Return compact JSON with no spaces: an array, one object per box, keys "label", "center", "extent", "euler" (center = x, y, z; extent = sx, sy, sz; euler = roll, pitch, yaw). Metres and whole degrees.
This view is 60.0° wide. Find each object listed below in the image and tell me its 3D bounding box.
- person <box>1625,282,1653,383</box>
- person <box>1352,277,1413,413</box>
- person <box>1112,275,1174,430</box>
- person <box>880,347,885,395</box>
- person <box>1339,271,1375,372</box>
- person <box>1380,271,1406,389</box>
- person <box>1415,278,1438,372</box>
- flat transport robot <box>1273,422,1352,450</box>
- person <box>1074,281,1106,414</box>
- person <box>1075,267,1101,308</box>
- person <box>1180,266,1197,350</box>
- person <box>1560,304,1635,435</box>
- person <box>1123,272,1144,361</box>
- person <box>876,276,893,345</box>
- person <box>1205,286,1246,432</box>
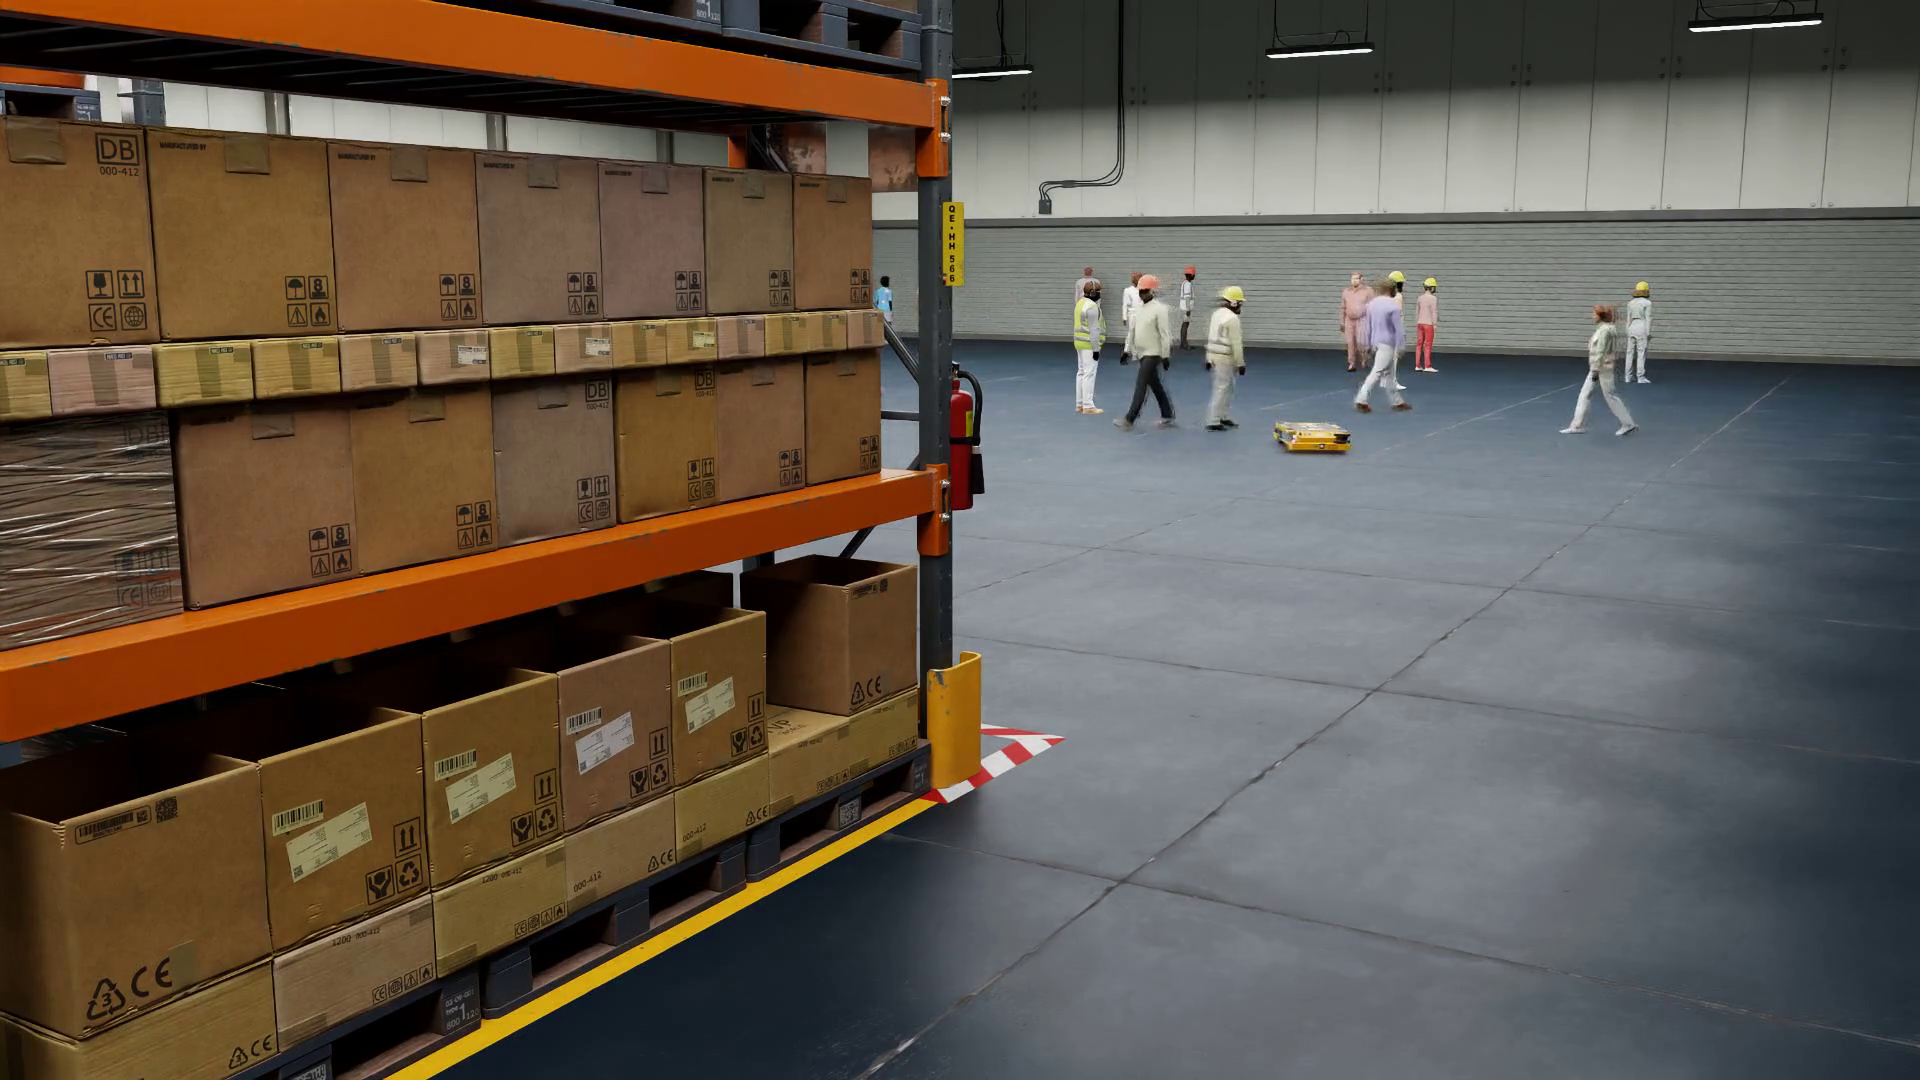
[{"label":"person","center":[11.714,-3.574,28.661],"extent":[0.320,1.742,0.488],"euler":[-5,11,-26]},{"label":"person","center":[5.904,-2.707,23.154],"extent":[1.035,1.890,0.651],"euler":[-4,10,-21]},{"label":"person","center":[2.350,-2.357,20.958],"extent":[1.041,1.943,0.614],"euler":[-5,11,-26]},{"label":"person","center":[-1.394,-2.944,25.158],"extent":[0.553,1.654,0.819],"euler":[2,10,14]},{"label":"person","center":[7.453,-4.110,31.325],"extent":[0.681,1.892,0.424],"euler":[7,12,35]},{"label":"person","center":[7.106,-3.433,27.260],"extent":[0.364,1.930,0.588],"euler":[-2,10,-13]},{"label":"person","center":[8.793,-4.036,31.284],"extent":[0.329,1.764,0.524],"euler":[-4,11,-24]},{"label":"flat transport robot","center":[4.014,-1.196,19.018],"extent":[0.652,0.197,1.431],"euler":[0,10,2]},{"label":"person","center":[1.796,-2.658,23.013],"extent":[0.429,1.835,0.630],"euler":[-2,10,-14]},{"label":"person","center":[3.179,-5.811,41.255],"extent":[0.638,1.909,0.408],"euler":[1,10,6]},{"label":"person","center":[5.328,-5.415,38.841],"extent":[0.377,1.938,0.547],"euler":[0,10,2]},{"label":"person","center":[7.837,-2.063,20.229],"extent":[0.838,1.604,0.526],"euler":[2,10,10]},{"label":"person","center":[3.654,-4.580,34.248],"extent":[0.607,1.829,0.986],"euler":[0,10,-1]},{"label":"person","center":[-1.839,-5.607,40.674],"extent":[0.537,1.696,0.317],"euler":[9,13,43]},{"label":"person","center":[3.333,-2.236,20.629],"extent":[0.647,1.803,0.650],"euler":[-3,10,-16]}]
